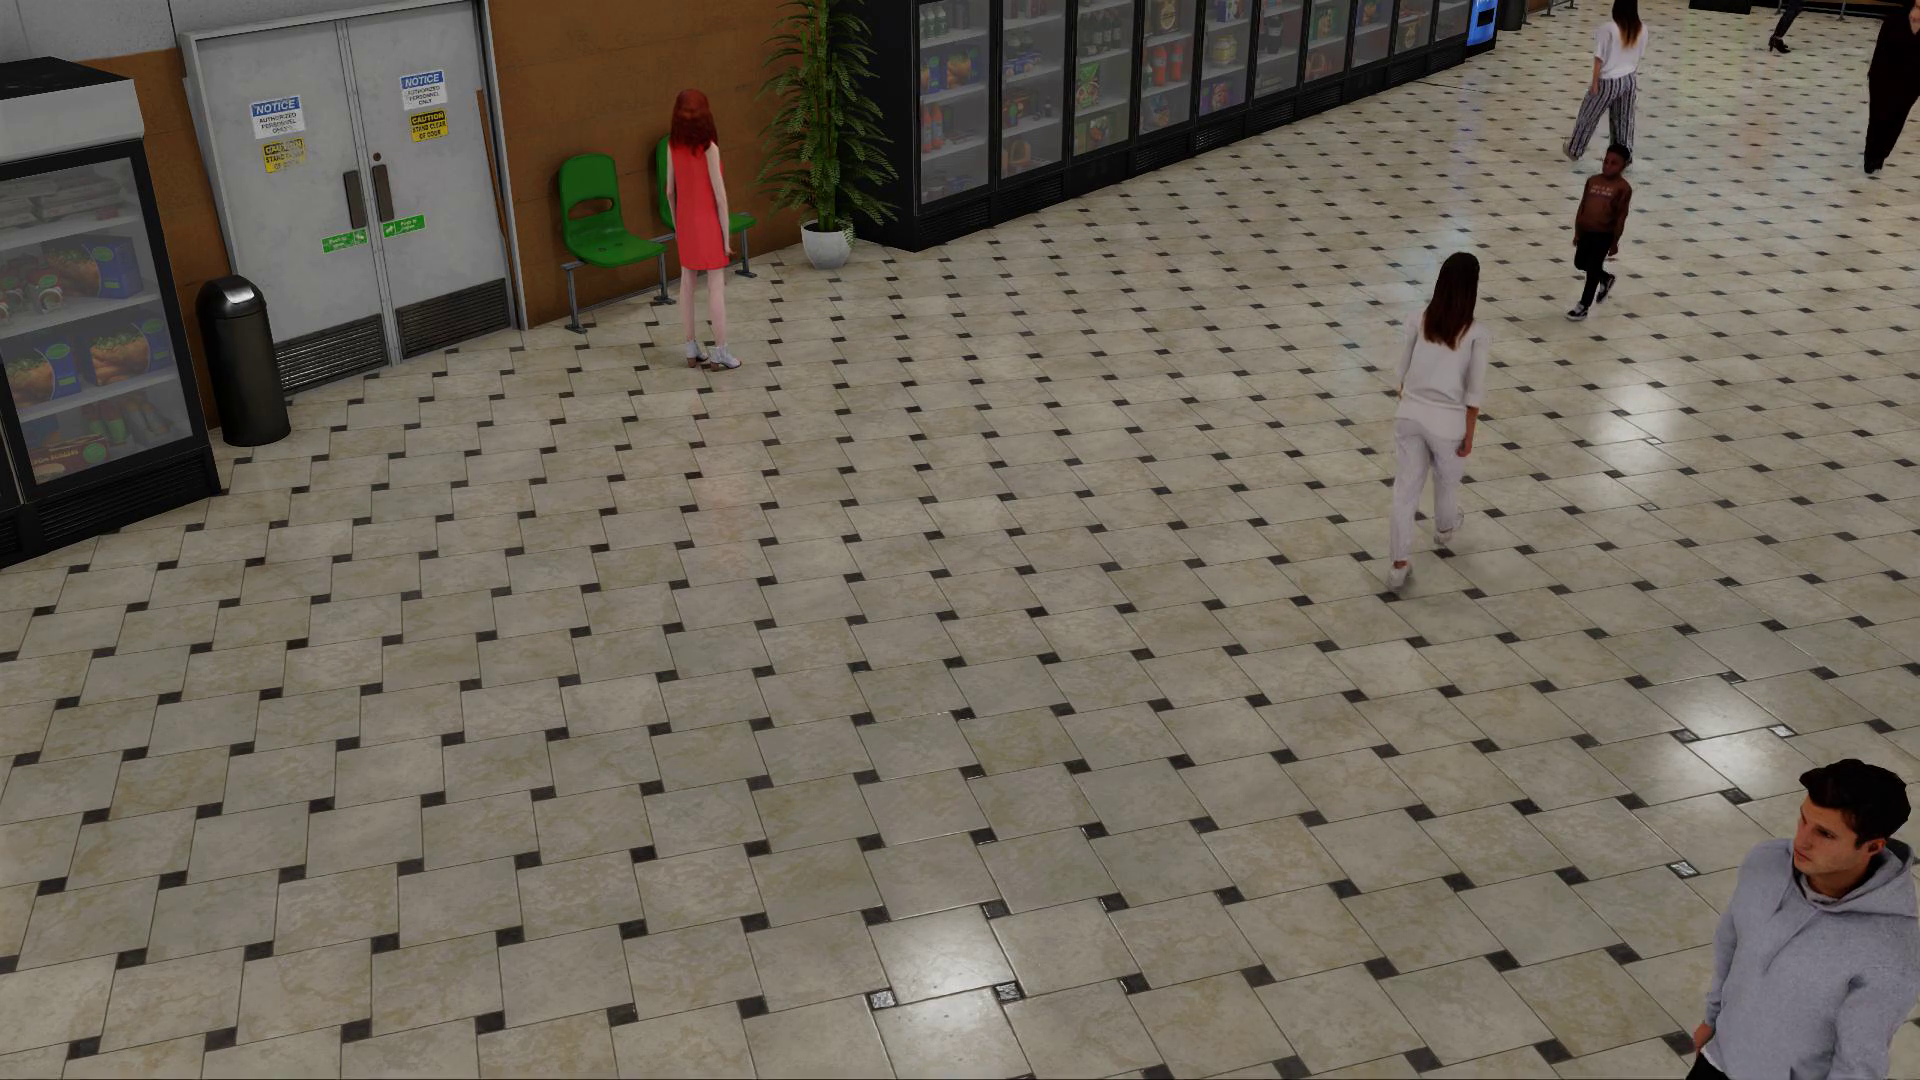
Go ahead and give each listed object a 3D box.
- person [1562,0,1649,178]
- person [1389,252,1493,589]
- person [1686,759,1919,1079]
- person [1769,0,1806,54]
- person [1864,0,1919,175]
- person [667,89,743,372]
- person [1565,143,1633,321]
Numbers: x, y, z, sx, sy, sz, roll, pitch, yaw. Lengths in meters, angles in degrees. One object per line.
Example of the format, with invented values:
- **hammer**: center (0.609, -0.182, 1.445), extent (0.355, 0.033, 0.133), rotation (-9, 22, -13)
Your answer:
- **person**: center (6.026, -4.135, 15.222), extent (1.139, 1.623, 1.242), rotation (-4, 27, -8)
- **person**: center (2.286, -0.545, 8.115), extent (1.021, 1.648, 0.784), rotation (15, 31, 27)
- **person**: center (2.119, 1.332, 4.141), extent (1.076, 1.895, 1.149), rotation (-11, 29, -21)
- **person**: center (10.318, -6.881, 20.550), extent (0.777, 1.701, 0.789), rotation (-2, 27, -4)
- **person**: center (8.660, -4.284, 15.392), extent (0.812, 1.735, 0.885), rotation (7, 28, 13)
- **person**: center (-1.685, -1.992, 10.771), extent (0.496, 1.827, 0.676), rotation (16, 31, 28)
- **person**: center (4.573, -2.199, 11.823), extent (0.703, 1.244, 0.777), rotation (-18, 32, -32)
